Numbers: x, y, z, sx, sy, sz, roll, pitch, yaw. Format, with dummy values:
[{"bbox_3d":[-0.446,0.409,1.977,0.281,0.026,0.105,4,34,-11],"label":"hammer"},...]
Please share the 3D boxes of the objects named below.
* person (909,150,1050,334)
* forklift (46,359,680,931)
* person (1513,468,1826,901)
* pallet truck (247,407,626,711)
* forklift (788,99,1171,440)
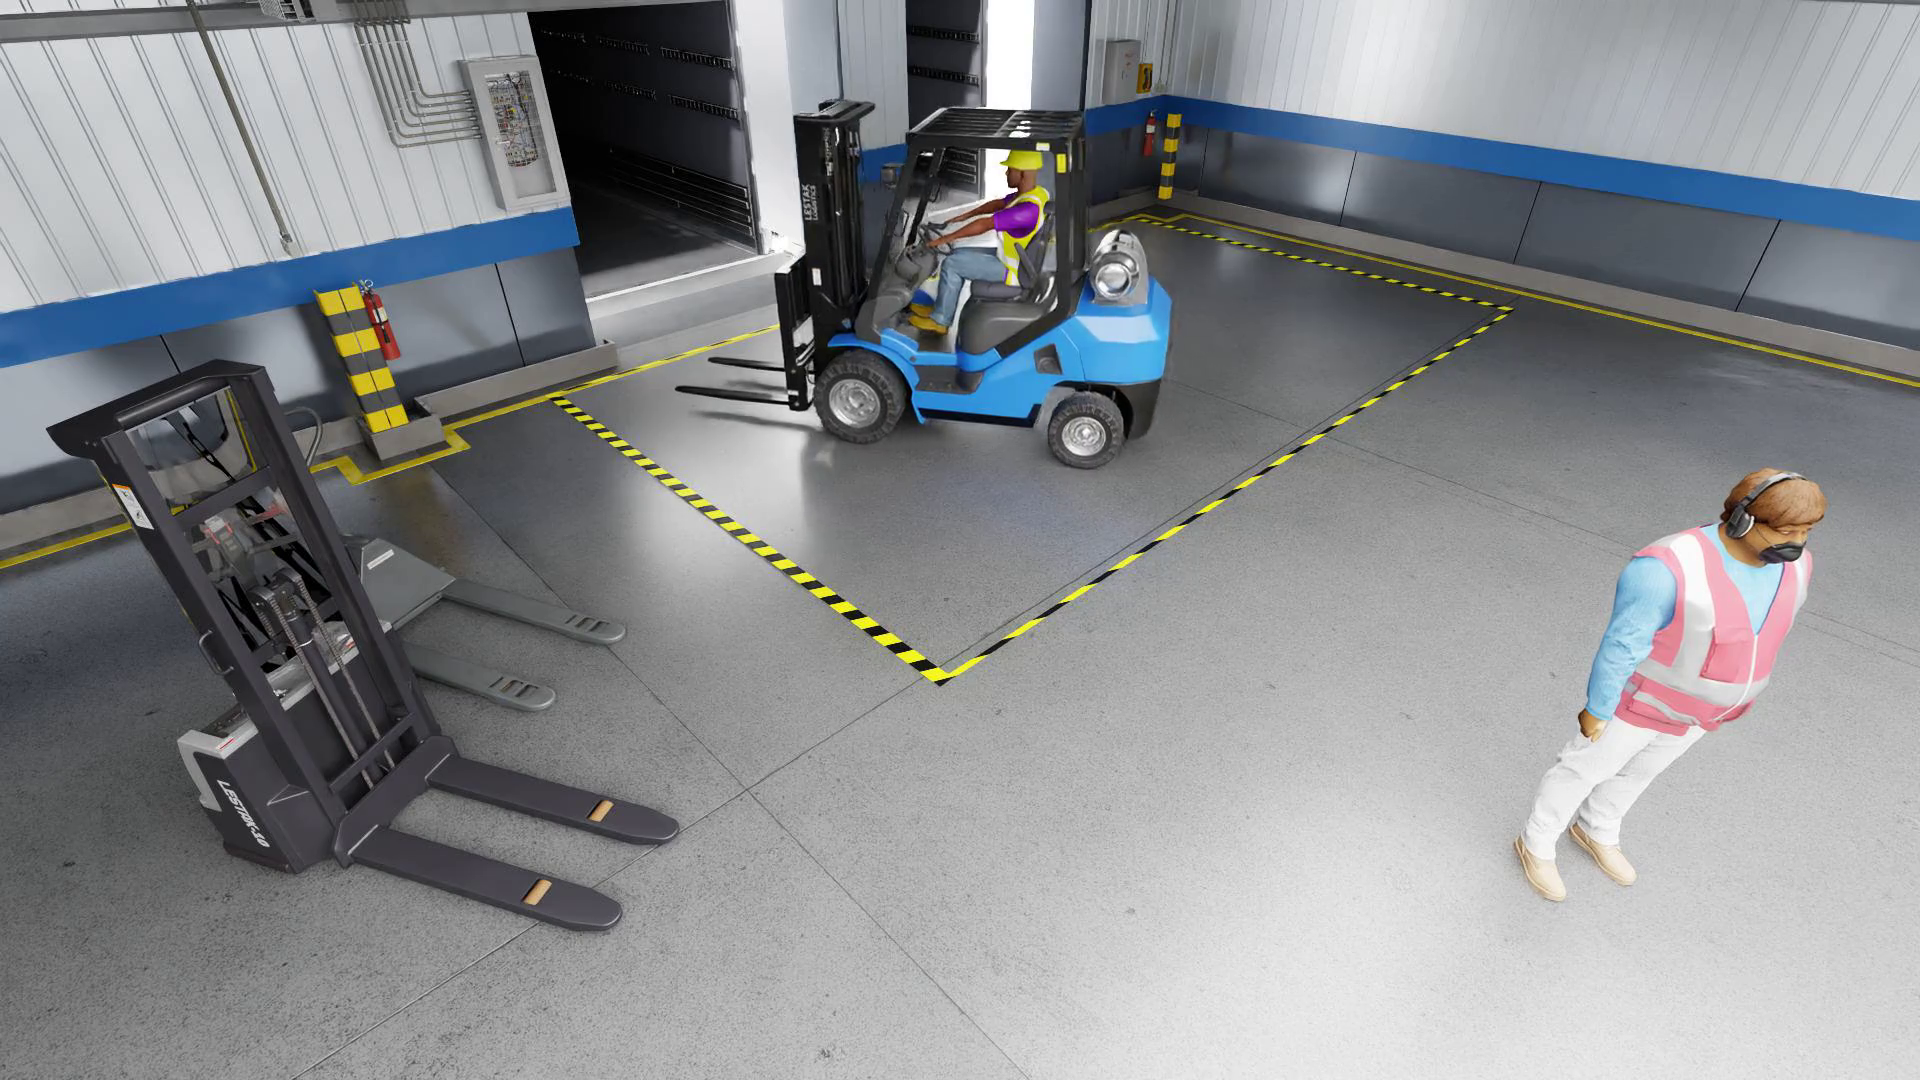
[{"bbox_3d":[0.100,-2.087,6.395,1.004,1.293,0.635,7,35,10],"label":"person"},{"bbox_3d":[-2.135,0.422,3.354,1.885,1.965,0.823,10,35,14],"label":"forklift"},{"bbox_3d":[2.515,0.569,3.275,0.622,1.844,0.429,-6,35,-9],"label":"person"},{"bbox_3d":[-2.628,0.038,4.590,1.601,1.201,0.680,12,36,18],"label":"pallet truck"},{"bbox_3d":[0.156,-1.921,6.483,2.680,2.036,1.157,7,35,10],"label":"forklift"}]
